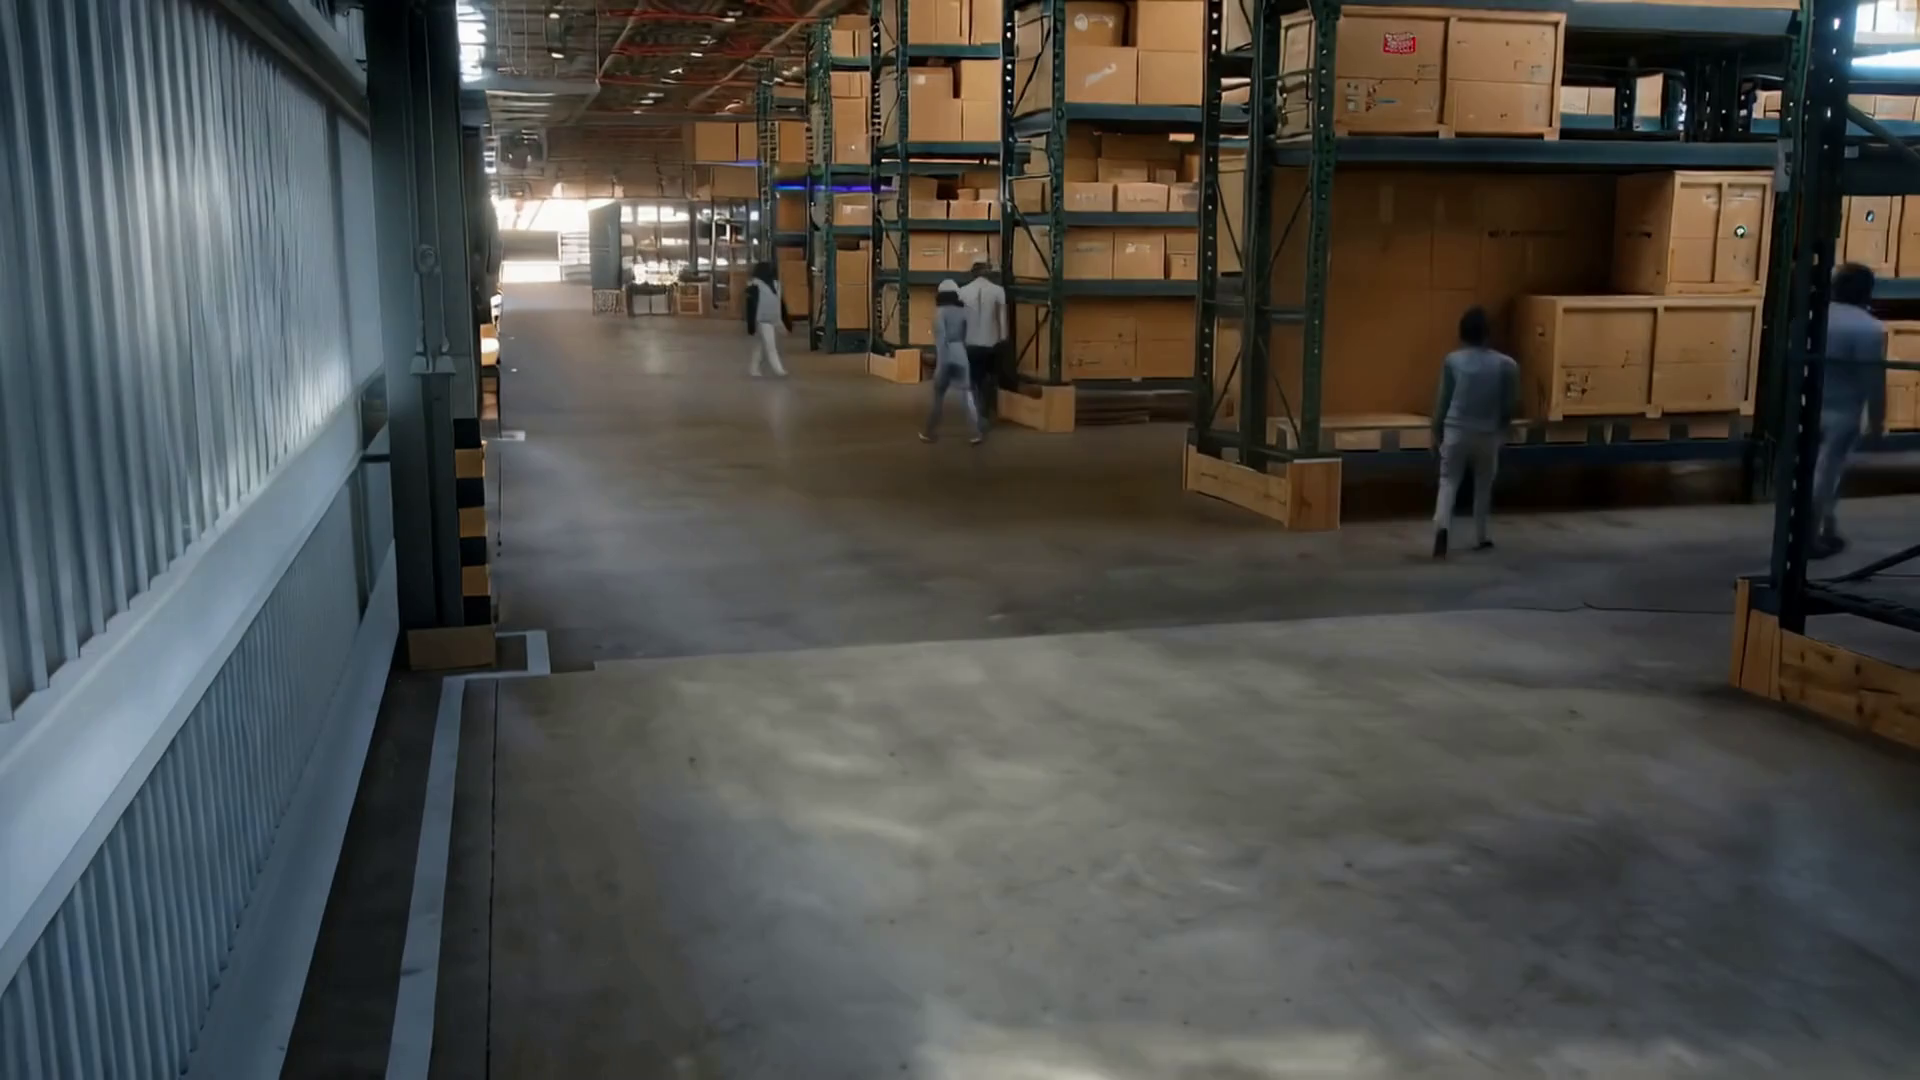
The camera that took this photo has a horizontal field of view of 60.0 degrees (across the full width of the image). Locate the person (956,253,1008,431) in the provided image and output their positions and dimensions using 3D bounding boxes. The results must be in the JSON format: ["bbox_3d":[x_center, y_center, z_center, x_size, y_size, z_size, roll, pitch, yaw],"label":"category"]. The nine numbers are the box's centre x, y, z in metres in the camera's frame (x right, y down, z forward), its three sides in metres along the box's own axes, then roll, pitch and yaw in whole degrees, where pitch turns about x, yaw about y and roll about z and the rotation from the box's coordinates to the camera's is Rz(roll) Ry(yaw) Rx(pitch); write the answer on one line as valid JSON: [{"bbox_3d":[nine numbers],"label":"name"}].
[{"bbox_3d":[0.217,-2.182,18.368,0.639,1.936,0.916,0,10,3],"label":"person"}]

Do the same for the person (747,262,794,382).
[{"bbox_3d":[-2.861,-3.272,24.987,0.964,1.792,0.621,6,12,30],"label":"person"}]

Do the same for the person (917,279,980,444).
[{"bbox_3d":[-0.082,-1.832,17.113,0.477,1.689,0.870,-7,12,-34],"label":"person"}]

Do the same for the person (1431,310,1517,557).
[{"bbox_3d":[3.338,-0.687,10.879,0.546,1.635,0.605,8,13,38],"label":"person"}]

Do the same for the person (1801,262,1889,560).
[{"bbox_3d":[5.715,-0.821,10.740,0.765,1.912,0.652,-3,11,-18],"label":"person"}]
